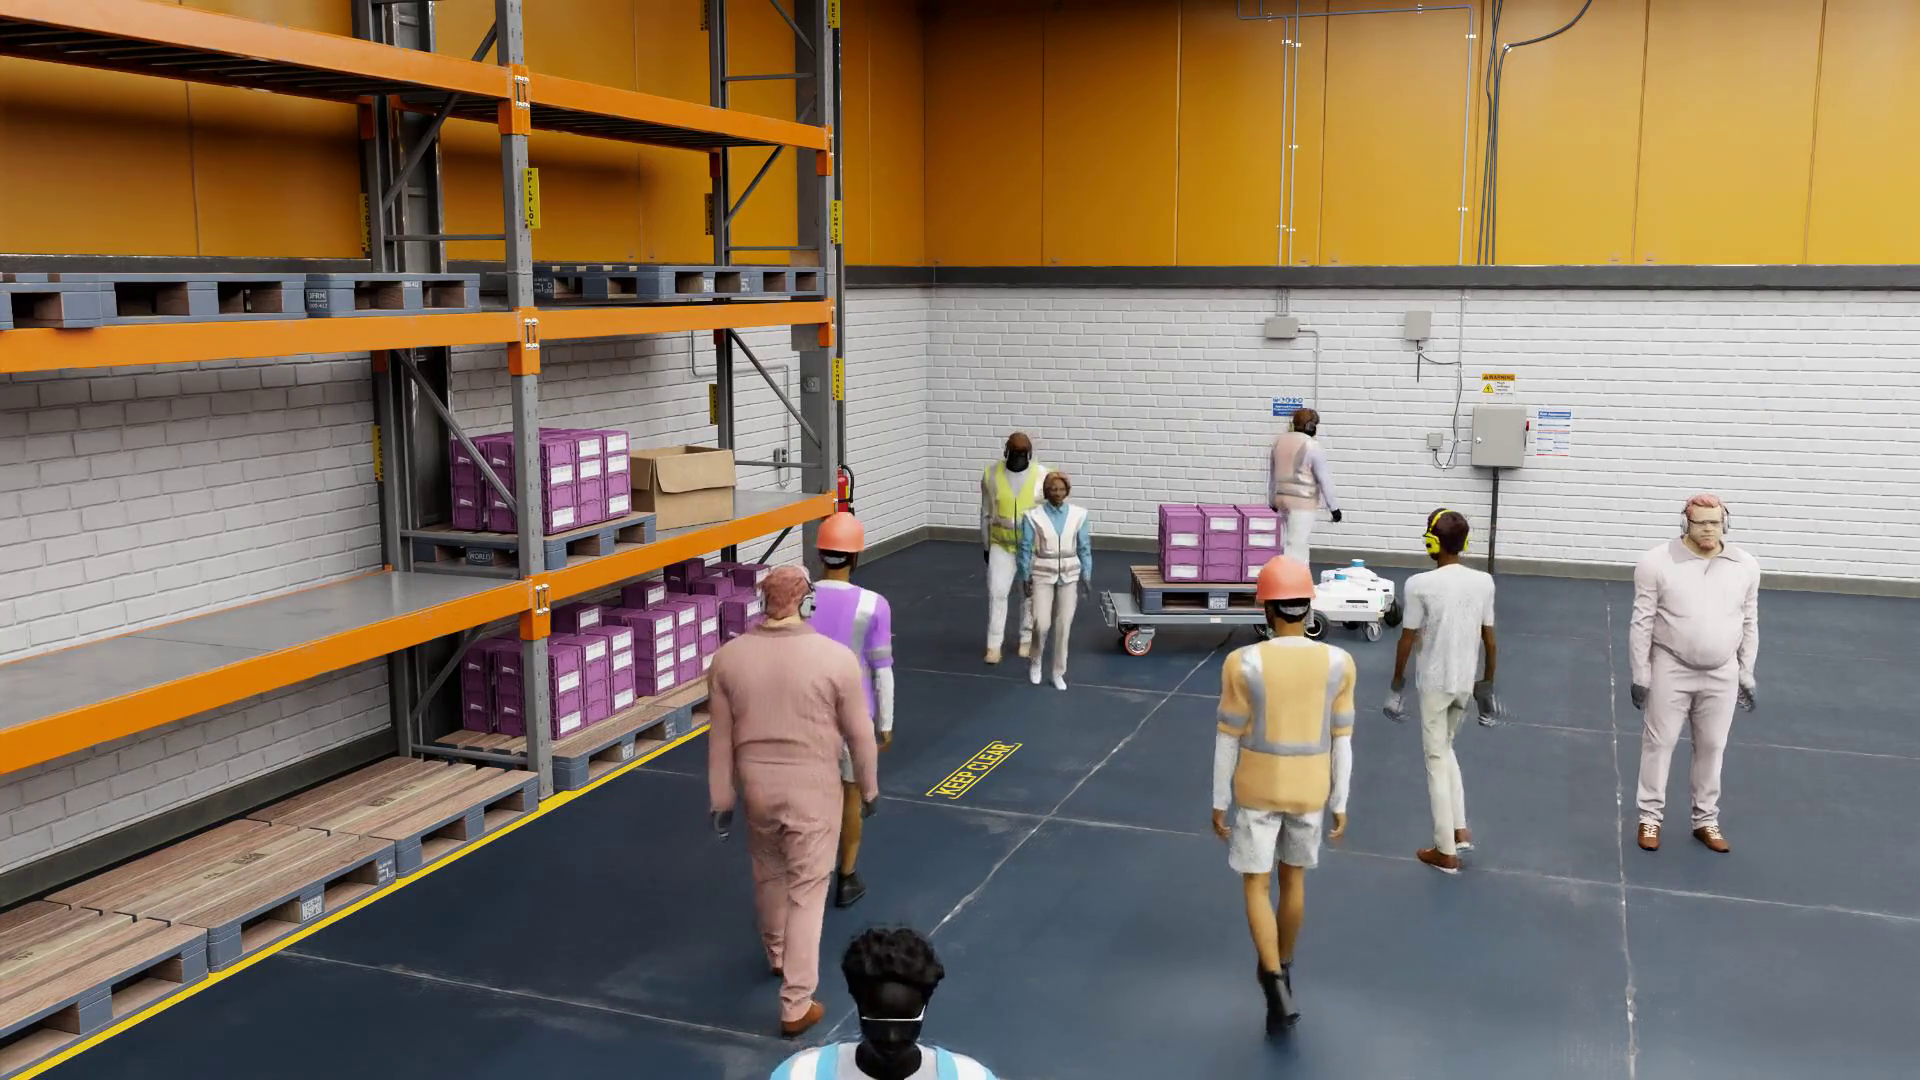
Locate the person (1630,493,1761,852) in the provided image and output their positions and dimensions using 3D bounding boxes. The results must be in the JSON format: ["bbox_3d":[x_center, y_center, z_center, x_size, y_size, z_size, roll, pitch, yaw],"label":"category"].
[{"bbox_3d":[3.878,0.703,8.748,0.669,1.902,0.400,1,9,6],"label":"person"}]

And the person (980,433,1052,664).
[{"bbox_3d":[0.450,0.075,12.998,0.621,1.803,0.797,1,9,6],"label":"person"}]

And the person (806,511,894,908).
[{"bbox_3d":[-0.586,0.820,7.942,0.563,1.918,0.428,2,9,11],"label":"person"}]

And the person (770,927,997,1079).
[{"bbox_3d":[-0.160,1.619,3.650,0.543,1.683,0.519,0,9,0],"label":"person"}]

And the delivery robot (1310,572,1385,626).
[{"bbox_3d":[3.170,0.509,13.879,0.707,0.478,0.477,1,9,7],"label":"delivery robot"}]

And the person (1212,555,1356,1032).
[{"bbox_3d":[1.305,1.019,6.726,0.560,1.913,0.771,-1,9,-3],"label":"person"}]

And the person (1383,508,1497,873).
[{"bbox_3d":[2.446,0.763,8.513,0.508,1.853,0.500,-4,10,-21],"label":"person"}]

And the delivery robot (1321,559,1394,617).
[{"bbox_3d":[3.453,0.412,14.486,0.477,0.478,0.707,-4,10,-22],"label":"delivery robot"}]

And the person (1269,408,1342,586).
[{"bbox_3d":[3.228,-0.316,15.408,0.798,1.808,0.659,-4,10,-25],"label":"person"}]

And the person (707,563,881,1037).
[{"bbox_3d":[-0.668,1.021,6.867,0.665,1.880,0.727,3,10,19],"label":"person"}]

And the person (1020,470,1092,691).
[{"bbox_3d":[0.706,0.302,12.135,0.517,1.626,0.362,-2,9,-10],"label":"person"}]
